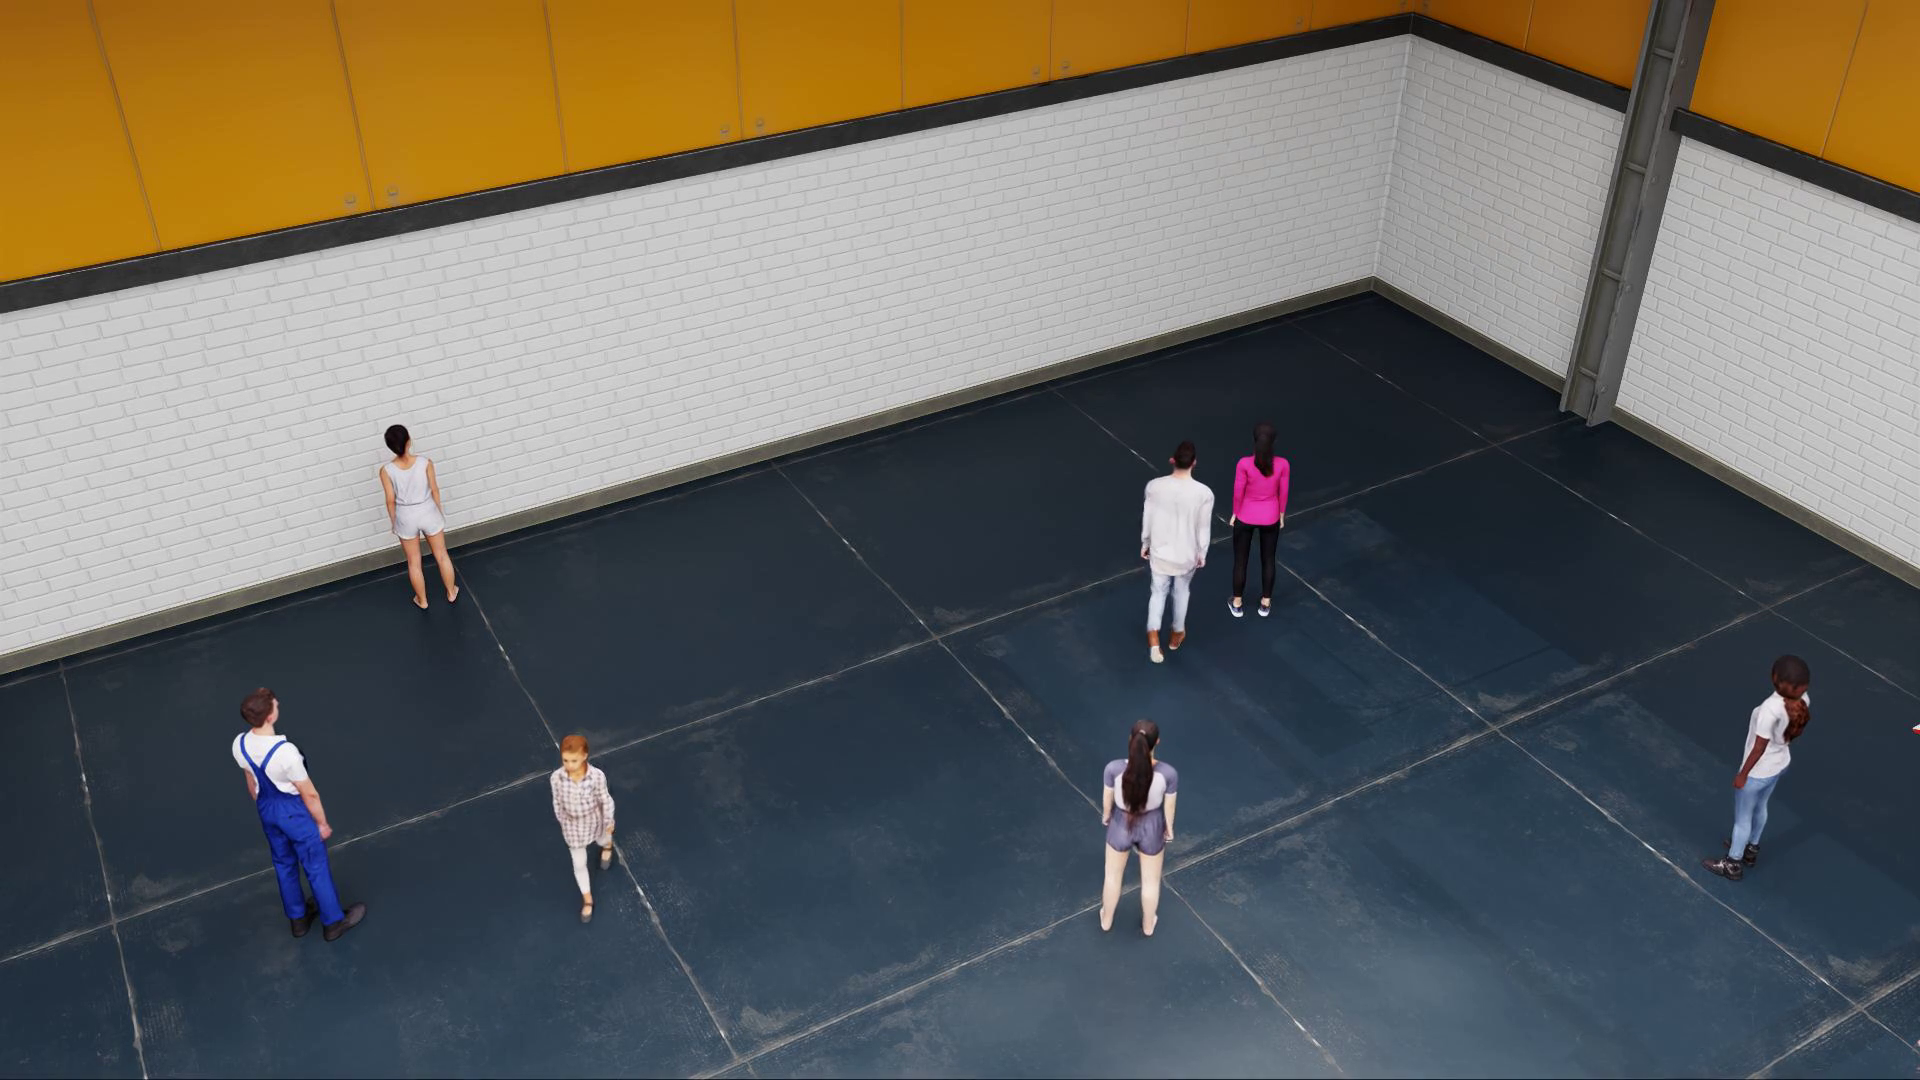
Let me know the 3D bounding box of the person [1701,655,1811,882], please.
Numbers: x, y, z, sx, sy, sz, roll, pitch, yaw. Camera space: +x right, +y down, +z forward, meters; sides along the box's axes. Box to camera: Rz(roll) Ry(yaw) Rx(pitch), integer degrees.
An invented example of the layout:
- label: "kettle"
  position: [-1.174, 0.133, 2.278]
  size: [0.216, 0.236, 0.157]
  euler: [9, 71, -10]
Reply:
- label: "person"
  position: [5.080, 1.433, 10.515]
  size: [0.602, 1.721, 0.551]
  euler: [-22, 40, -30]

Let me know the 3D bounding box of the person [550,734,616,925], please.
- label: "person"
  position: [-2.349, 1.712, 10.490]
  size: [0.816, 1.285, 1.009]
  euler: [-1, 34, -2]

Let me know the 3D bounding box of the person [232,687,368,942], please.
- label: "person"
  position: [-4.062, 1.668, 10.046]
  size: [0.716, 1.849, 0.786]
  euler: [10, 35, 15]

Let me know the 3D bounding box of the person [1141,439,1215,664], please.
- label: "person"
  position: [1.585, 0.134, 12.384]
  size: [1.020, 1.816, 1.067]
  euler: [10, 35, 15]

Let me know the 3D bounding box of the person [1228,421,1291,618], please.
- label: "person"
  position: [2.314, -0.162, 12.936]
  size: [0.680, 1.699, 0.704]
  euler: [0, 34, 0]

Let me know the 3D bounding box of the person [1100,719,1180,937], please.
- label: "person"
  position: [1.078, 1.761, 10.089]
  size: [0.674, 1.647, 0.709]
  euler: [5, 34, 7]

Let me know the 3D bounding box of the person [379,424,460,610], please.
- label: "person"
  position: [-4.265, -0.190, 13.043]
  size: [0.581, 1.626, 0.509]
  euler: [-14, 36, -20]
